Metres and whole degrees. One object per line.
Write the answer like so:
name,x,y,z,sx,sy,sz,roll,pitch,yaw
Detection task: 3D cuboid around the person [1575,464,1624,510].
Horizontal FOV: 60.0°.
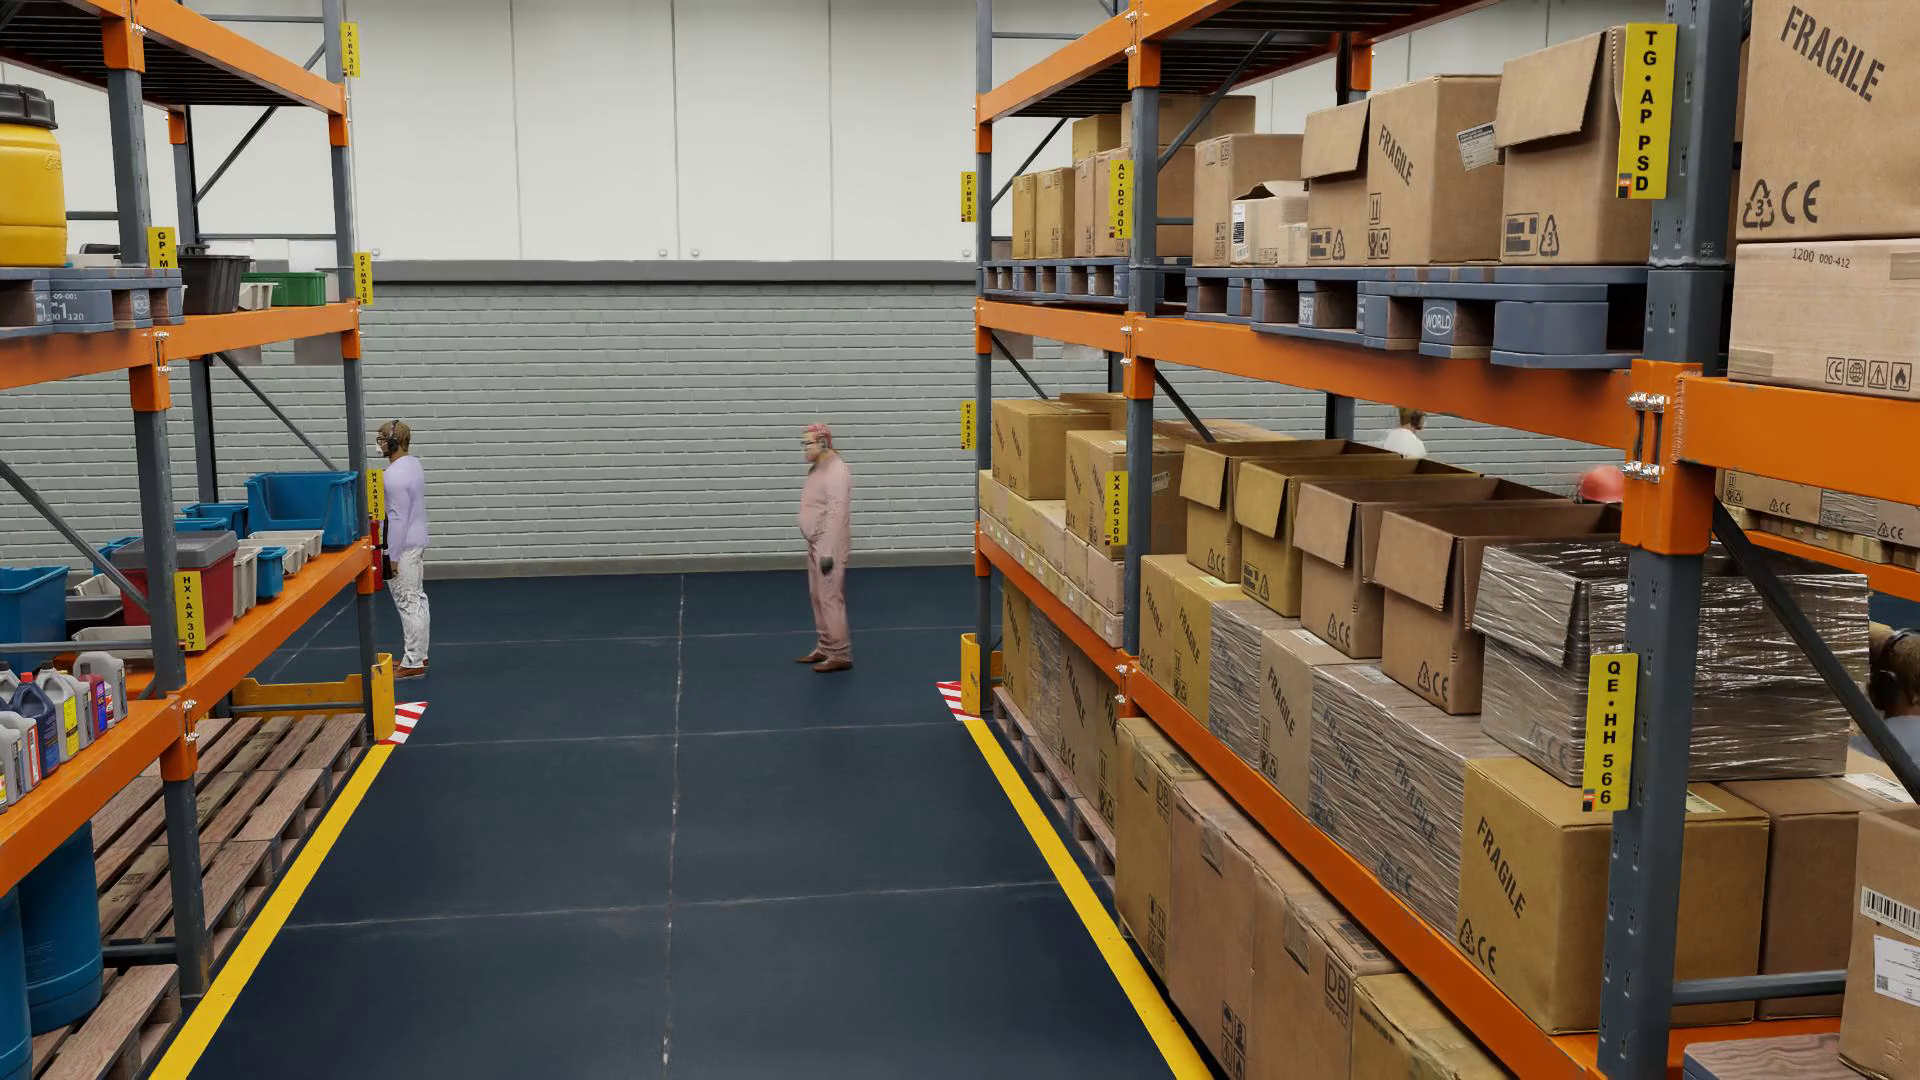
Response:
person,3.372,0.580,8.993,0.611,2.022,0.734,-3,10,-17

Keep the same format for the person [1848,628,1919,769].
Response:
person,2.963,1.218,5.384,0.632,1.919,0.669,-1,9,-6

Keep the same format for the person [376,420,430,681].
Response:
person,-4.144,0.074,12.354,0.372,1.940,0.632,-1,9,-7

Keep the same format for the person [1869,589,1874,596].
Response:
person,8.495,-0.477,15.572,0.376,1.997,0.612,6,11,32

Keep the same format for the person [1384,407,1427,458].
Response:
person,3.917,-0.321,14.921,0.972,1.905,0.640,-2,9,-10

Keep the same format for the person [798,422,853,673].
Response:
person,-1.034,0.051,12.651,0.404,1.893,0.672,-3,10,-17
